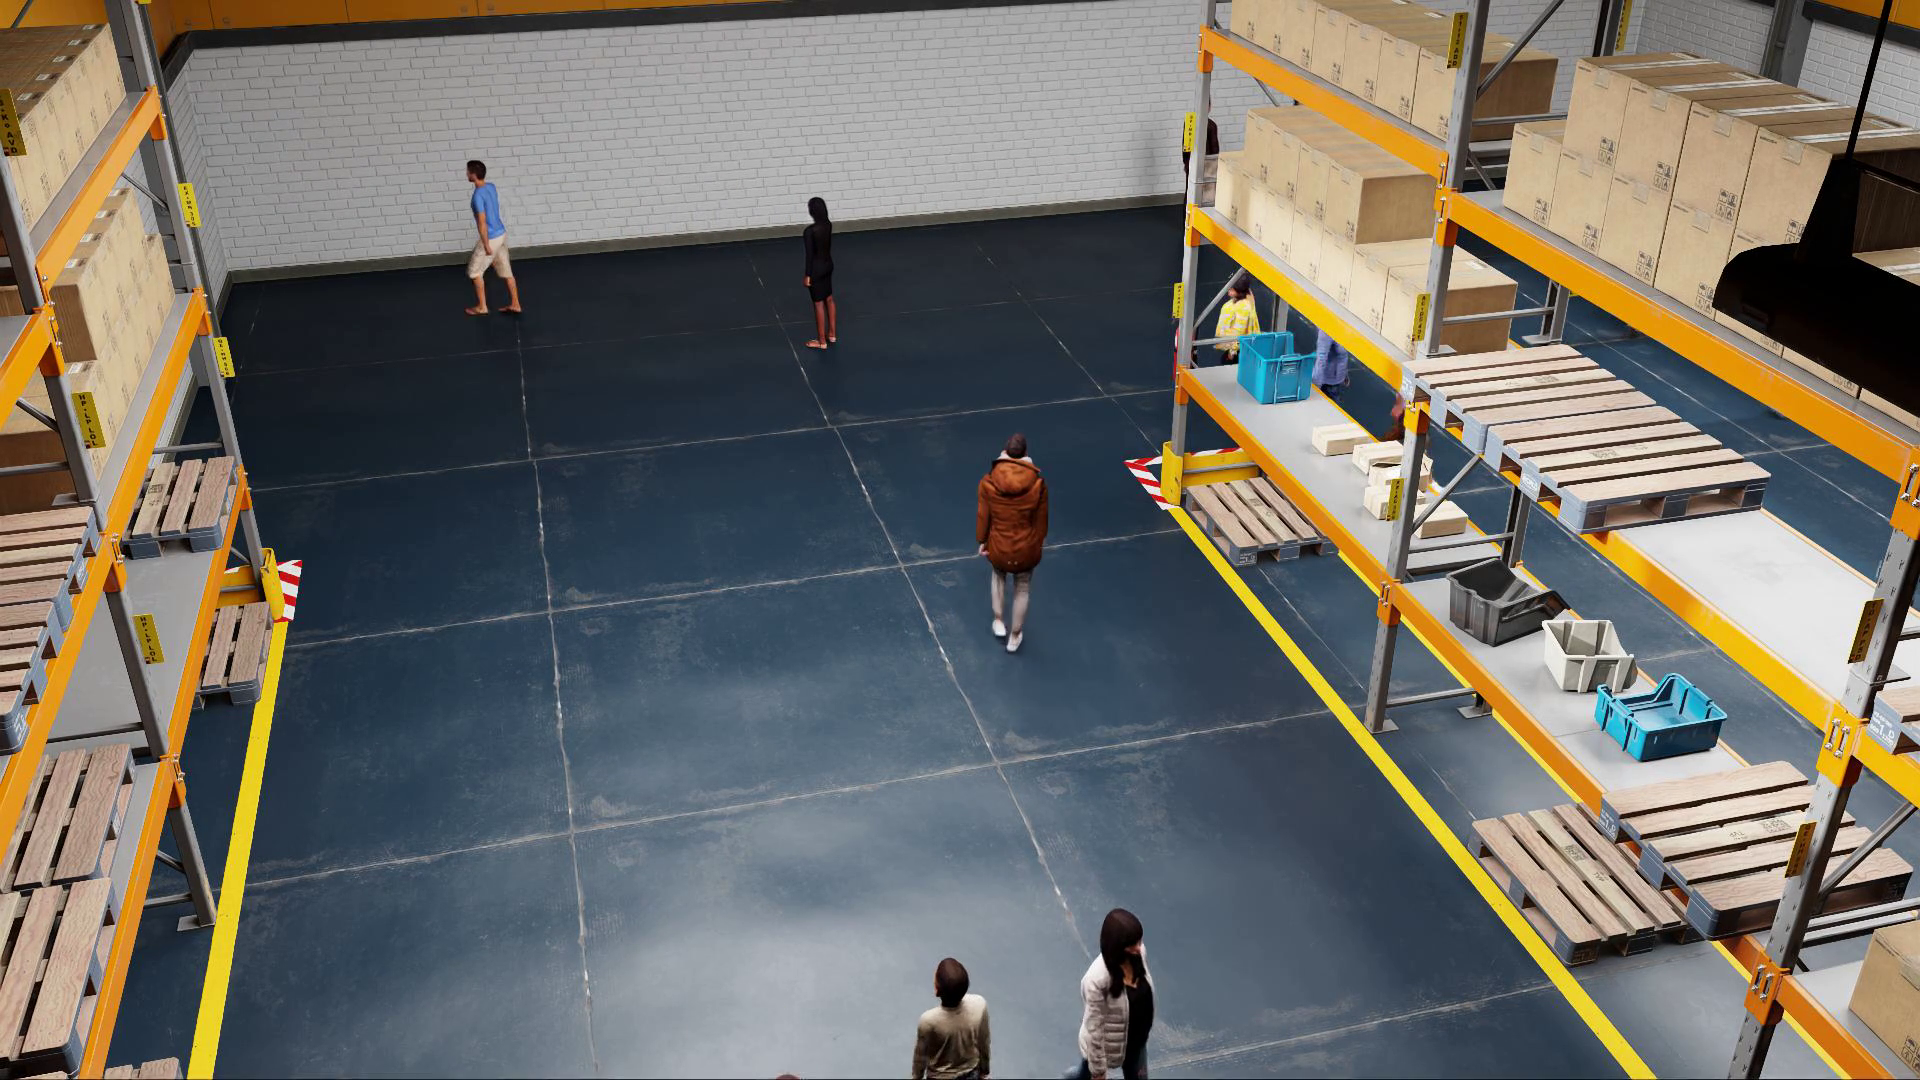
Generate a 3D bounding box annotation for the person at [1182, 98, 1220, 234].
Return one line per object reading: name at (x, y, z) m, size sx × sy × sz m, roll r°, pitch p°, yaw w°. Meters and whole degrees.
person at (3.195, -4.992, 22.105) m, size 0.761 × 1.872 × 0.837 m, roll 18°, pitch 33°, yaw 29°

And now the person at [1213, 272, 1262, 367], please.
person at (2.874, -1.951, 16.794) m, size 0.921 × 1.621 × 0.888 m, roll 6°, pitch 29°, yaw 11°

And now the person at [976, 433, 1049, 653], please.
person at (0.406, 0.070, 12.879) m, size 0.828 × 1.820 × 0.849 m, roll 3°, pitch 29°, yaw 6°

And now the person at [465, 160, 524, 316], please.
person at (-5.384, -3.509, 19.420) m, size 0.948 × 1.841 × 0.937 m, roll 8°, pitch 30°, yaw 15°

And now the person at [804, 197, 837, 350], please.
person at (-1.572, -3.002, 18.613) m, size 0.732 × 1.722 × 0.673 m, roll 16°, pitch 32°, yaw 26°

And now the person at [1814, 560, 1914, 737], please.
person at (6.497, 0.837, 11.767) m, size 0.548 × 1.541 × 0.804 m, roll -8°, pitch 30°, yaw -14°

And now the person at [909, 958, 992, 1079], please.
person at (-0.003, 2.743, 8.363) m, size 0.616 × 1.453 × 0.625 m, roll -15°, pitch 32°, yaw -26°

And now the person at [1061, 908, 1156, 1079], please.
person at (0.732, 2.532, 8.599) m, size 0.966 × 1.599 × 1.176 m, roll -24°, pitch 37°, yaw -37°
